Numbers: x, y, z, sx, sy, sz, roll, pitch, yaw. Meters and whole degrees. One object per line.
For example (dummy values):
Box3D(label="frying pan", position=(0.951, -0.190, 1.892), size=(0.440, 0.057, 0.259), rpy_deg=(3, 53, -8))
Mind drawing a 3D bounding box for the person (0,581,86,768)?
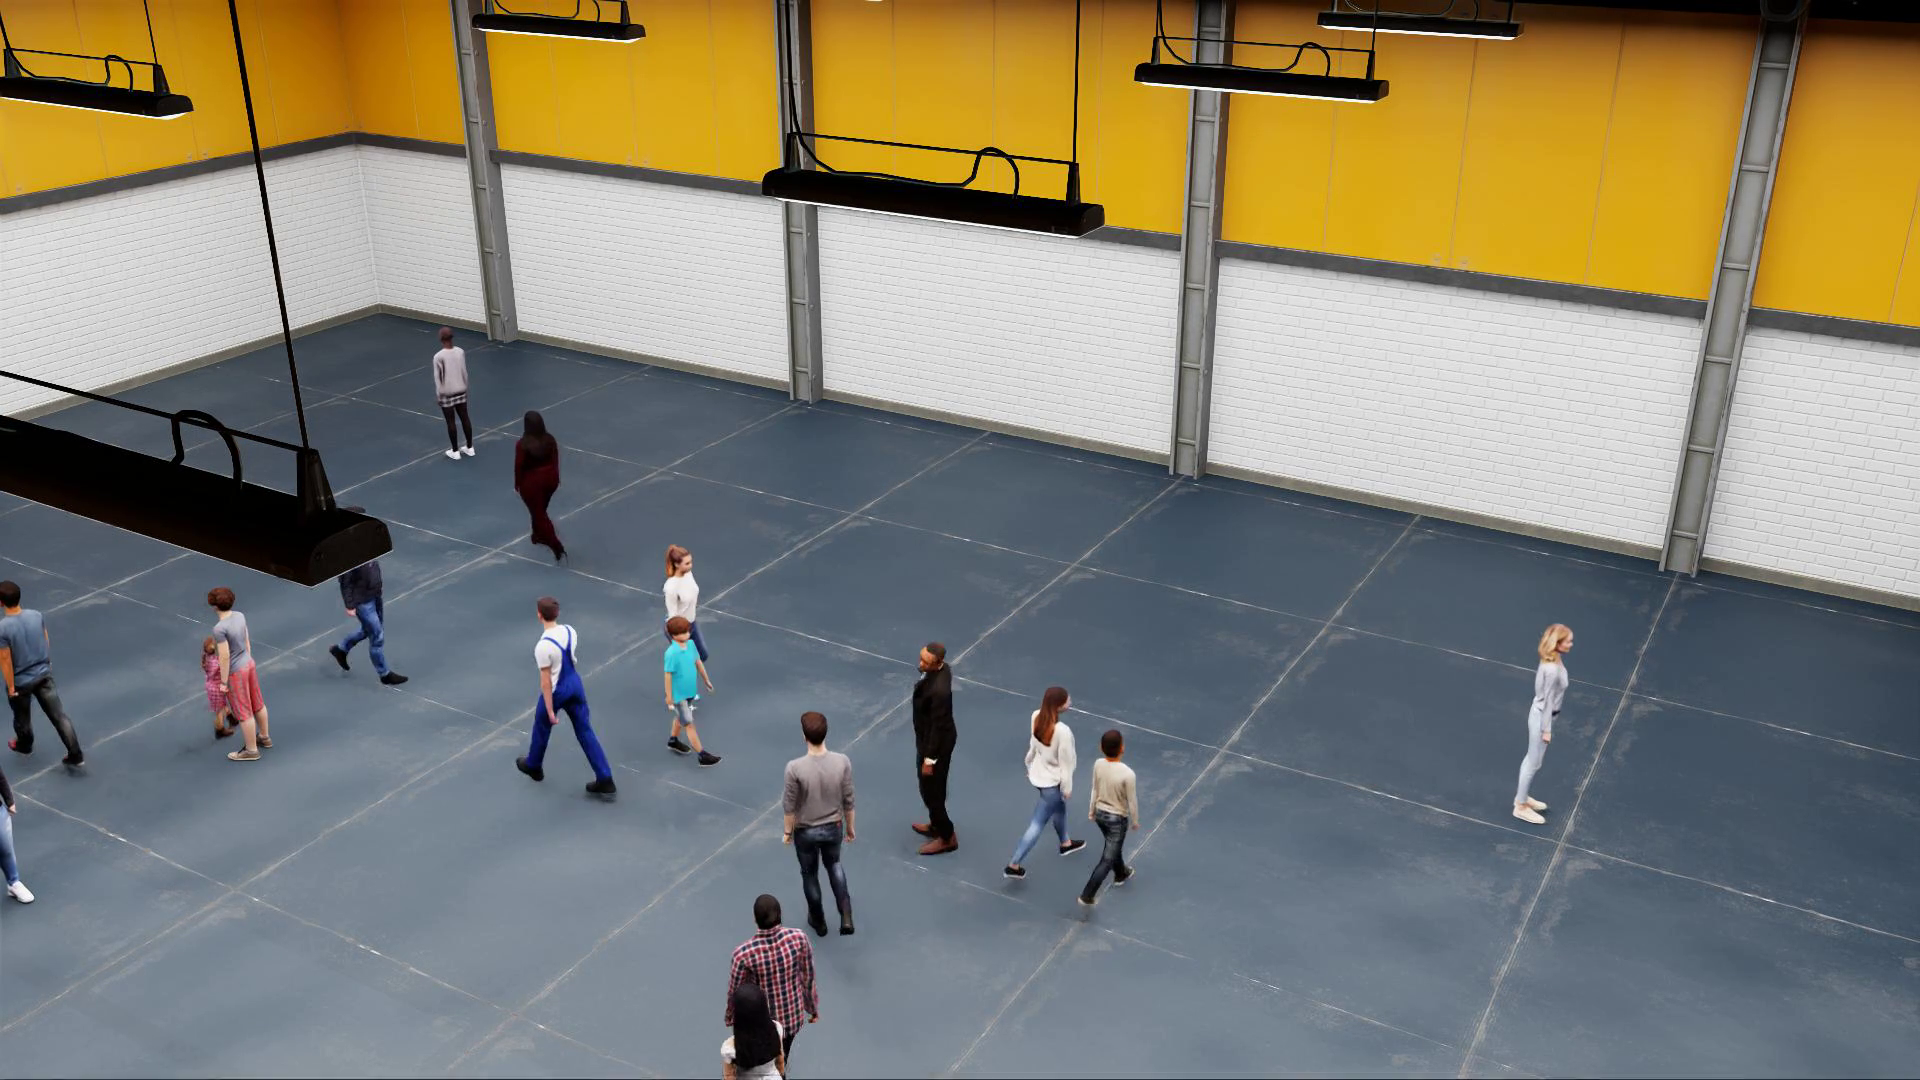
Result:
Box3D(label="person", position=(-8.087, 1.231, 14.581), size=(1.157, 1.759, 0.688), rpy_deg=(12, 26, 25))

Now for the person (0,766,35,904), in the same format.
Box3D(label="person", position=(-7.492, 2.122, 12.707), size=(0.601, 1.628, 0.659), rpy_deg=(18, 29, 35))

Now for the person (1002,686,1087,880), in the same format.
Box3D(label="person", position=(0.648, 1.943, 13.087), size=(1.026, 1.651, 1.147), rpy_deg=(-16, 28, -32))

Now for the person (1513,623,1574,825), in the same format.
Box3D(label="person", position=(4.872, 1.507, 13.905), size=(0.543, 1.795, 0.618), rpy_deg=(9, 25, 19))

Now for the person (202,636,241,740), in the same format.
Box3D(label="person", position=(-6.830, 1.365, 15.223), size=(0.531, 1.000, 0.503), rpy_deg=(15, 28, 31))

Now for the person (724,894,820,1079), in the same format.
Box3D(label="person", position=(-1.143, 3.042, 10.477), size=(1.033, 1.729, 1.190), rpy_deg=(-13, 27, -27))

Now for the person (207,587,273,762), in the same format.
Box3D(label="person", position=(-6.433, 1.179, 14.836), size=(0.626, 1.651, 0.652), rpy_deg=(5, 24, 12))

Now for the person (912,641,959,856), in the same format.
Box3D(label="person", position=(-0.221, 1.641, 13.473), size=(0.829, 1.895, 0.847), rpy_deg=(7, 25, 15))

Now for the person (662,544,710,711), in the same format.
Box3D(label="person", position=(-2.684, 0.822, 15.580), size=(0.687, 1.707, 0.714), rpy_deg=(7, 25, 16))

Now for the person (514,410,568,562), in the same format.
Box3D(label="person", position=(-4.700, -0.576, 18.760), size=(1.118, 1.723, 0.790), rpy_deg=(19, 30, 36))

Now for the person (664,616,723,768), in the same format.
Box3D(label="person", position=(-2.525, 1.315, 14.818), size=(0.895, 1.415, 0.563), rpy_deg=(11, 26, 23))

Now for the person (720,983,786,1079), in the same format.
Box3D(label="person", position=(-1.133, 3.382, 9.662), size=(0.810, 1.758, 0.888), rpy_deg=(-11, 26, -24))

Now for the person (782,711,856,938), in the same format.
Box3D(label="person", position=(-1.018, 2.170, 12.269), size=(0.948, 1.889, 1.026), rpy_deg=(-9, 25, -20))

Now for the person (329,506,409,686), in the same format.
Box3D(label="person", position=(-5.813, 0.535, 16.032), size=(1.146, 1.872, 0.915), rpy_deg=(5, 24, 10))

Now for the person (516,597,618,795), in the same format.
Box3D(label="person", position=(-3.310, 1.378, 14.202), size=(1.301, 1.793, 0.700), rpy_deg=(15, 28, 30))

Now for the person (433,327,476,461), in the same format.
Box3D(label="person", position=(-6.638, -1.933, 21.805), size=(0.595, 1.770, 0.647), rpy_deg=(19, 30, 37))

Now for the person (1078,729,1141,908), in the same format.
Box3D(label="person", position=(1.132, 2.183, 12.810), size=(0.967, 1.434, 0.756), rpy_deg=(20, 31, 39))
